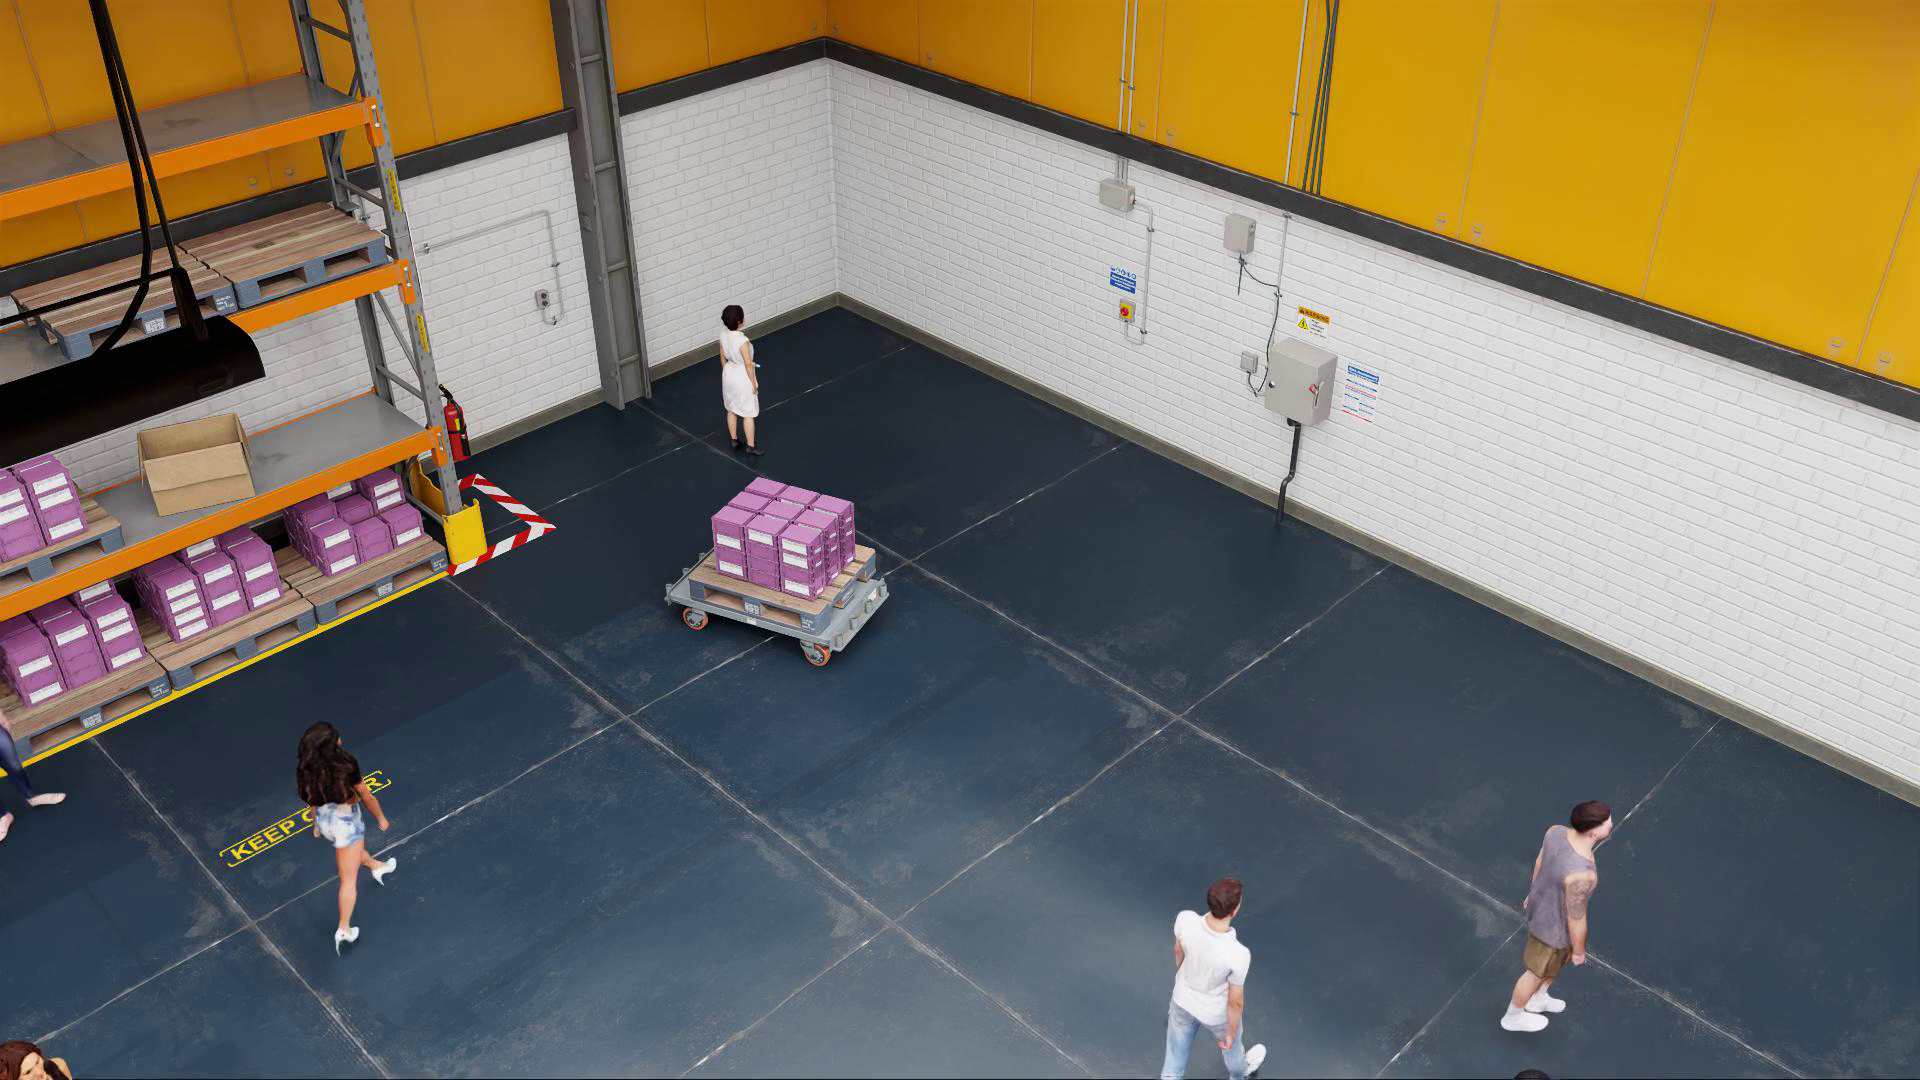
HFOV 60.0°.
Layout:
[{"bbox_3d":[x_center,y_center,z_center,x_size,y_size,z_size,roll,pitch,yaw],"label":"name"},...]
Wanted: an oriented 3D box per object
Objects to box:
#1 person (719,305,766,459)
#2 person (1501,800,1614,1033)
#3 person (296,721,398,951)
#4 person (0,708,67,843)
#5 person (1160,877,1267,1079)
[{"bbox_3d":[-2.080,-1.501,15.676,0.576,1.556,0.545,24,40,31],"label":"person"},{"bbox_3d":[3.369,2.194,9.625,0.867,1.834,0.796,0,34,0],"label":"person"},{"bbox_3d":[-3.947,1.896,10.545,0.909,1.579,1.107,9,35,13],"label":"person"},{"bbox_3d":[-6.674,1.307,11.303,0.857,1.720,0.563,23,40,30],"label":"person"},{"bbox_3d":[1.296,2.648,9.204,0.769,1.811,1.138,22,40,30],"label":"person"}]
